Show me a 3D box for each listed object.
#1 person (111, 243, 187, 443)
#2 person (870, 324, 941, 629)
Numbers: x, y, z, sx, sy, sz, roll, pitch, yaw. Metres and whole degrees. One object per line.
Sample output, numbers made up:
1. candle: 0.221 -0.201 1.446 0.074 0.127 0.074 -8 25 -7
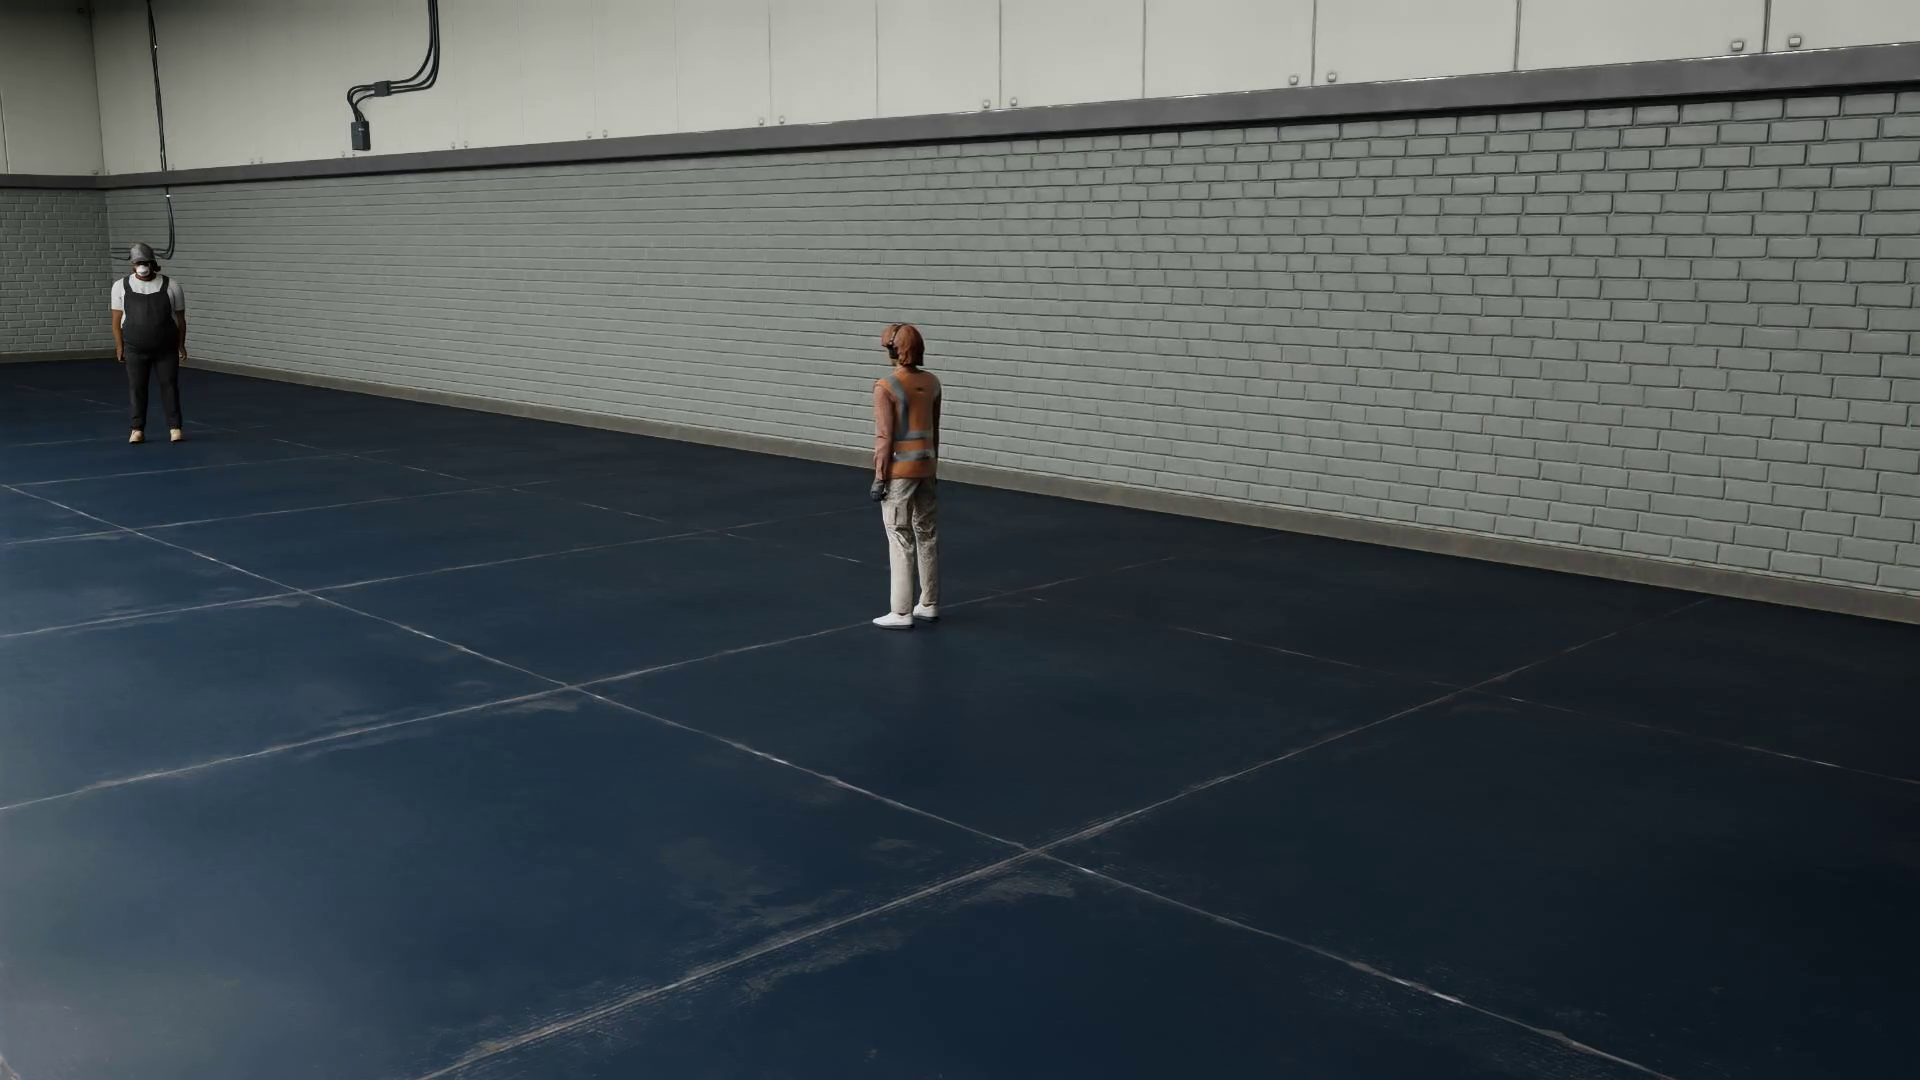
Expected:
1. person: -8.290 -2.000 17.047 0.688 2.000 0.535 -4 11 -23
2. person: -0.288 -0.343 8.993 0.309 1.638 0.522 8 13 36
